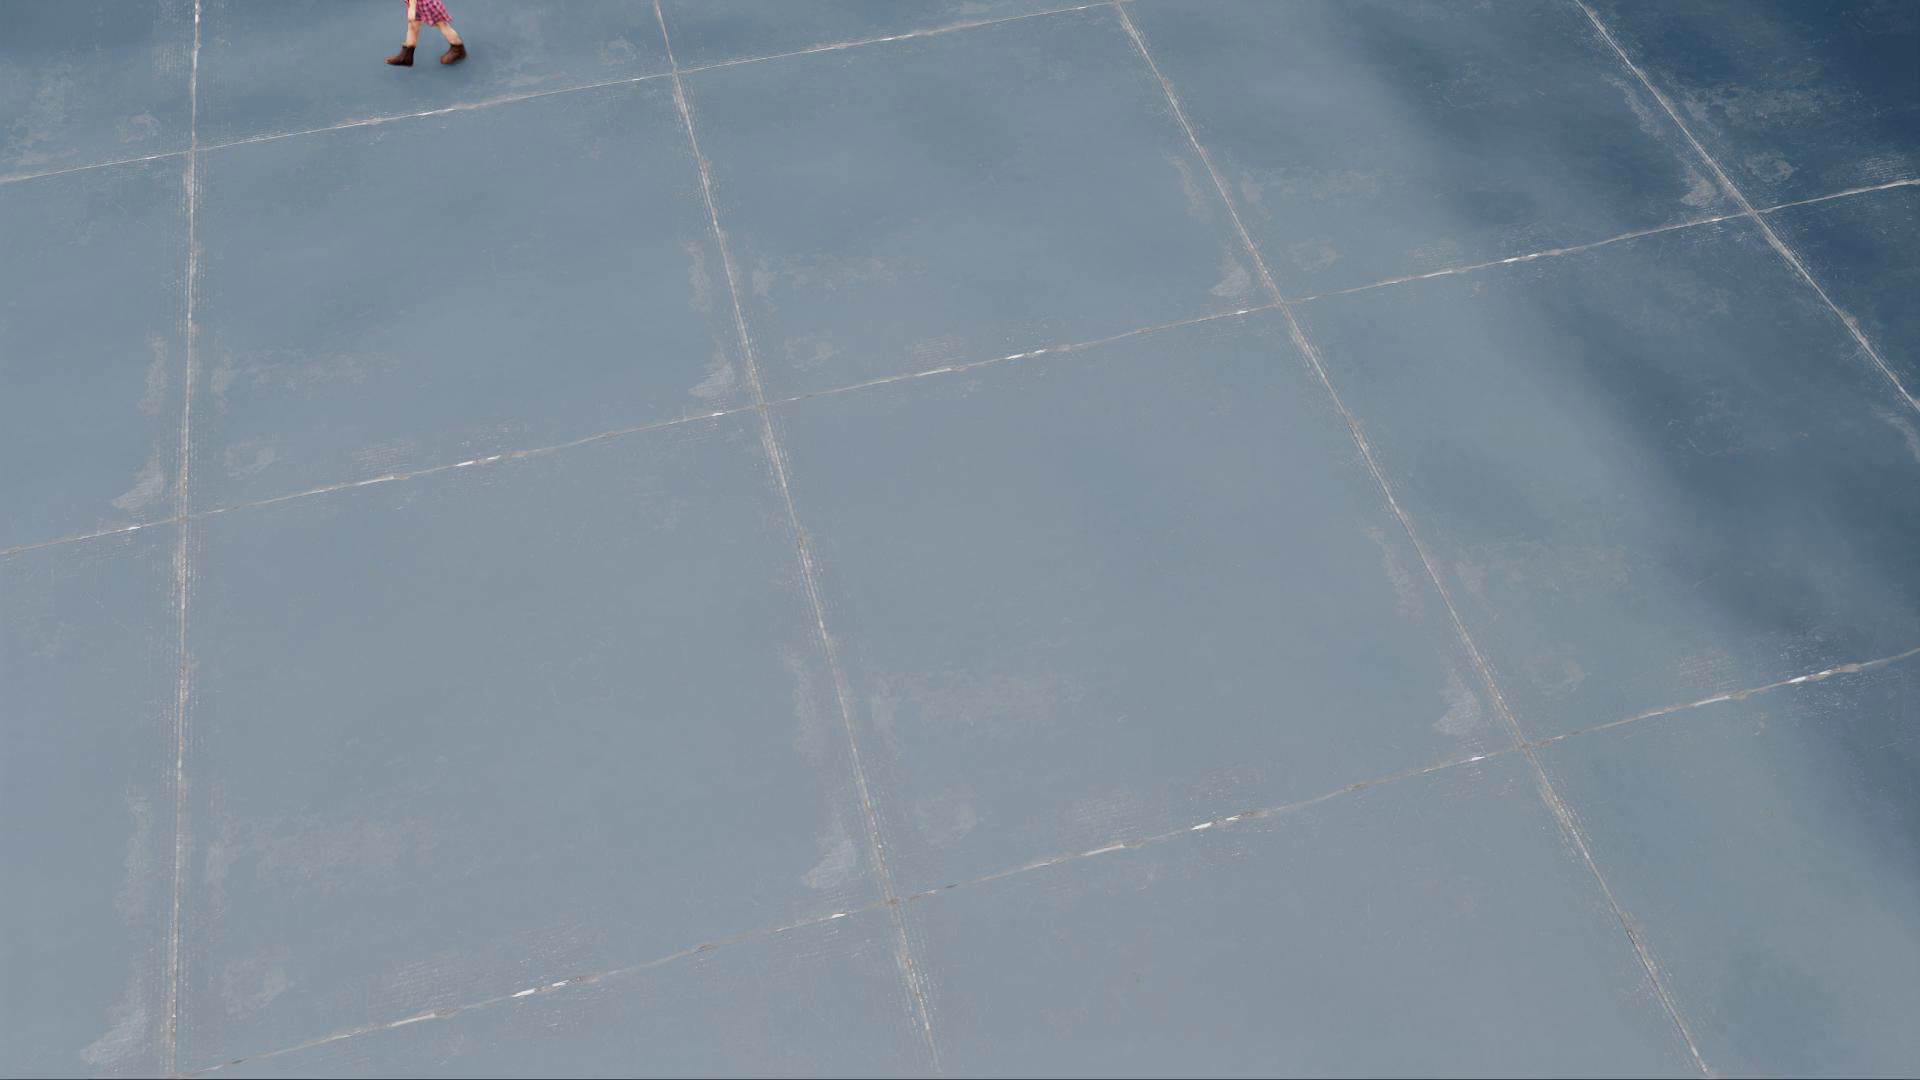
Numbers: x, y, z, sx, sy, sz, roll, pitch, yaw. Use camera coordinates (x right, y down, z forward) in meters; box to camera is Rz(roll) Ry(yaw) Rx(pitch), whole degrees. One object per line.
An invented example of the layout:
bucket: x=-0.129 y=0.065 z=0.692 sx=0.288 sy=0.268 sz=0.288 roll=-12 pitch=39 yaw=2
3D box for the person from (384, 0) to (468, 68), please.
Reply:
person: x=-3.324 y=-3.408 z=10.405 sx=0.605 sy=0.999 sz=0.704 roll=-25 pitch=56 yaw=-18
